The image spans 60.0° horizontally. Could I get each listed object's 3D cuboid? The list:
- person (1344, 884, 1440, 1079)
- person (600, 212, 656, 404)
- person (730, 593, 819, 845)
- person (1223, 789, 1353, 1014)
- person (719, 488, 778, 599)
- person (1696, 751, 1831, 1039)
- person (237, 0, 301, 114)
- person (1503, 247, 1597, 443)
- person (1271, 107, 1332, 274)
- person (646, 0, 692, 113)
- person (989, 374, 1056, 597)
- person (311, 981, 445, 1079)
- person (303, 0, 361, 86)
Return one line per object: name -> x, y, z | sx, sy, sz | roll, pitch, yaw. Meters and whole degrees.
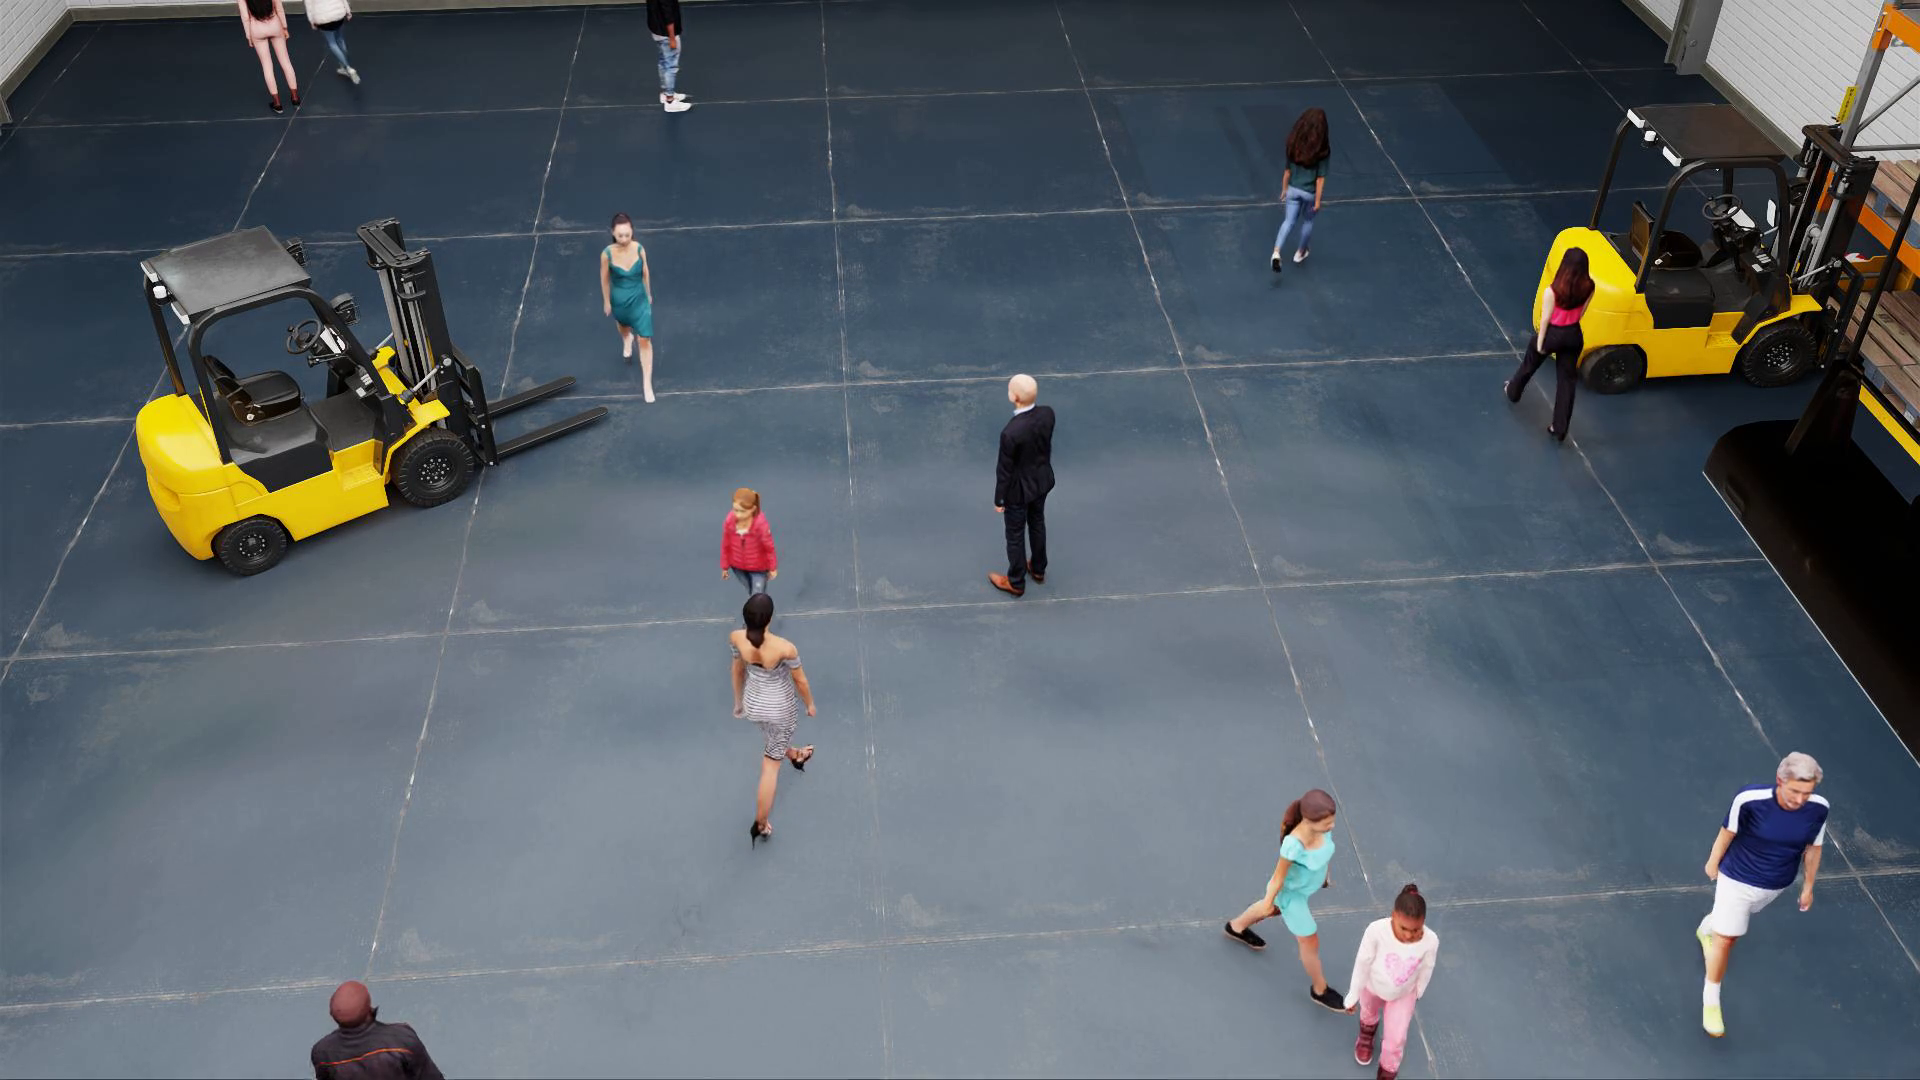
person -> 2.258, 2.270, 8.772 | 0.736, 1.429, 0.891 | 12, 40, 14
person -> -2.793, -2.033, 14.015 | 0.710, 1.609, 1.201 | -8, 39, -10
person -> -1.174, 1.112, 9.940 | 0.950, 1.780, 1.161 | 15, 41, 18
person -> 1.790, 1.886, 9.182 | 1.099, 1.515, 1.073 | 26, 45, 29
person -> -1.427, 0.139, 11.547 | 0.739, 1.295, 0.907 | 13, 40, 15
person -> 4.331, 1.759, 9.116 | 0.745, 1.797, 1.092 | 1, 39, 1
person -> -7.670, -5.612, 18.406 | 0.705, 1.721, 0.709 | -24, 44, -27
person -> 4.860, -1.556, 13.413 | 0.585, 1.614, 1.085 | -4, 39, -5
person -> 3.175, -3.232, 15.526 | 0.934, 1.597, 1.061 | 21, 43, 24
person -> -3.274, -5.667, 18.408 | 0.814, 1.806, 0.634 | -13, 40, -15
person -> 0.469, -0.396, 11.813 | 0.761, 1.798, 0.790 | -30, 47, -32
person -> -2.683, 2.756, 7.854 | 0.753, 1.814, 0.834 | -7, 39, -8
person -> -7.162, -5.951, 18.923 | 0.981, 1.607, 1.076 | -28, 46, -31
